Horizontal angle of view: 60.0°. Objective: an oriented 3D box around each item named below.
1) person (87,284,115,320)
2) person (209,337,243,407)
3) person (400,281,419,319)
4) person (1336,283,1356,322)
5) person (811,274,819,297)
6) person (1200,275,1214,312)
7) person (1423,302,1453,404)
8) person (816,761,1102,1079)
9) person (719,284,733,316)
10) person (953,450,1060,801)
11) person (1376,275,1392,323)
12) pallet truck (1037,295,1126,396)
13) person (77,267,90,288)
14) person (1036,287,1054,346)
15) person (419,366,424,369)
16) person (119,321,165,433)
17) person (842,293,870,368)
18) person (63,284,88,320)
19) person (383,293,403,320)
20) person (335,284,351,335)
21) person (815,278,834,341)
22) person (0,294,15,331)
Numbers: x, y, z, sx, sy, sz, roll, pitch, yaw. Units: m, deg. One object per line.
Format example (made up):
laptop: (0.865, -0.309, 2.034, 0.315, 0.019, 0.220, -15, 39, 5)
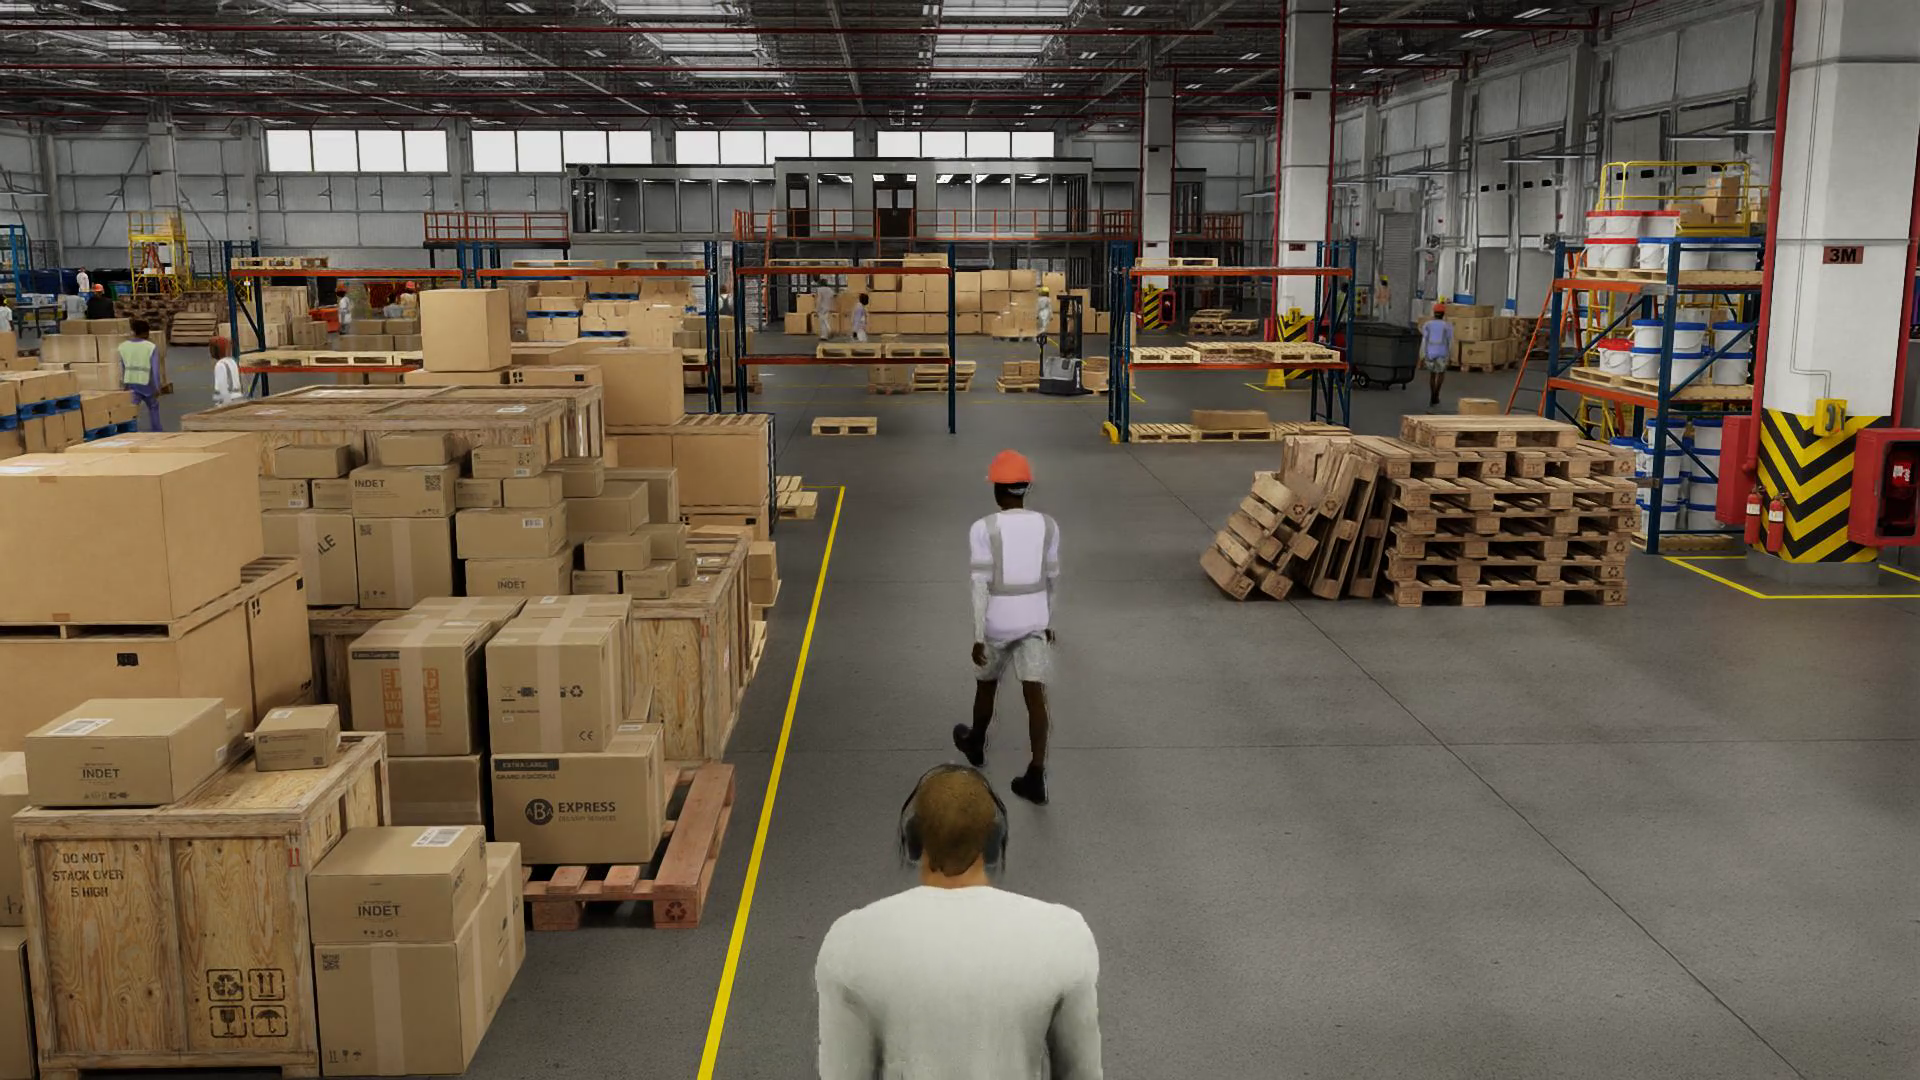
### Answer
person: (-21.329, -5.365, 41.332, 0.613, 1.995, 0.391, -5, 11, -27)
person: (-9.427, -1.696, 21.389, 1.034, 1.832, 0.579, 0, 10, -1)
person: (-15.358, -6.272, 46.554, 0.377, 1.932, 0.552, 9, 13, 40)
person: (11.491, -6.742, 49.545, 0.657, 1.801, 0.901, 1, 10, 6)
person: (-5.273, -8.797, 60.767, 0.355, 1.883, 0.574, 1, 10, 8)
person: (10.598, -10.770, 71.478, 0.612, 1.986, 0.407, 3, 11, 18)
person: (8.889, -3.475, 31.018, 0.547, 1.921, 0.623, 5, 11, 27)
person: (0.006, 1.421, 3.833, 0.632, 1.884, 1.033, 1, 10, 6)
person: (-6.694, -6.375, 47.457, 0.524, 1.823, 0.726, -5, 11, -24)
person: (0.262, 0.440, 9.275, 0.569, 1.887, 0.990, -4, 11, -22)
person: (14.485, -8.098, 56.800, 0.593, 1.908, 0.407, -1, 10, -7)
pallet truck: (2.483, -3.881, 33.060, 1.885, 1.965, 0.823, -7, 13, -36)
person: (-39.212, -11.274, 74.503, 0.651, 1.906, 0.401, 5, 11, 24)
person: (2.543, -6.542, 48.672, 0.502, 1.703, 0.837, 9, 13, 40)
person: (-6.212, -1.473, 19.904, 0.432, 1.910, 0.591, 6, 12, 29)
person: (-12.002, -2.269, 24.434, 0.627, 1.861, 0.971, 0, 10, -1)
person: (-2.408, -5.039, 40.089, 0.977, 1.784, 0.652, -2, 10, -8)
person: (-23.323, -5.816, 44.046, 0.608, 1.913, 0.988, 1, 10, 5)
person: (-13.574, -5.015, 39.914, 0.551, 1.818, 1.058, -9, 13, -40)
person: (-16.244, -5.811, 44.050, 0.746, 1.915, 0.553, -3, 11, -16)
person: (-4.173, -7.023, 50.781, 0.432, 1.926, 0.634, 6, 12, 32)
person: (-21.465, -4.562, 37.328, 0.575, 1.887, 0.478, 1, 10, 4)
